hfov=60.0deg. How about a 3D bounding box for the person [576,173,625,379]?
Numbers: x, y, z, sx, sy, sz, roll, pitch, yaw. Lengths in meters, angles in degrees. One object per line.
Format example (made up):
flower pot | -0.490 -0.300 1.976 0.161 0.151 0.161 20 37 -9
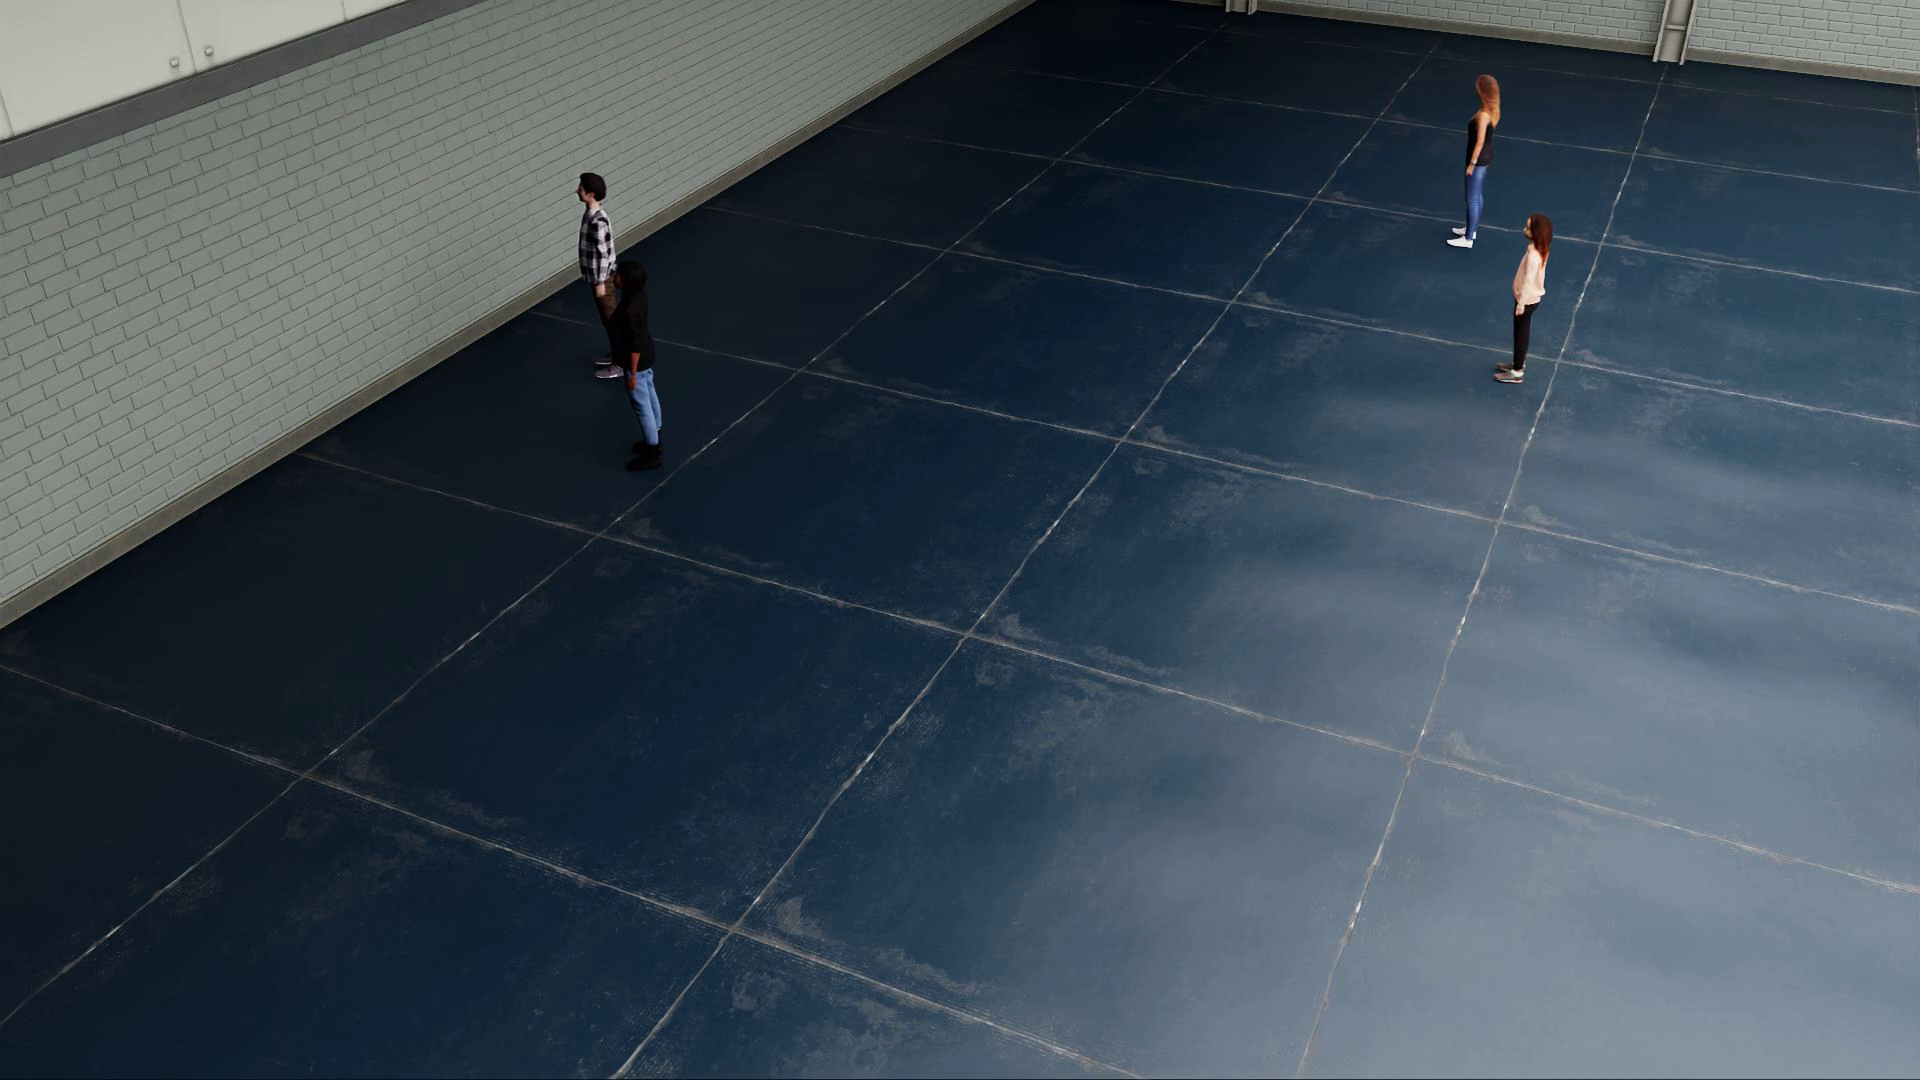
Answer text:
person | -3.028 -2.249 14.085 0.725 1.808 0.707 -5 33 -8

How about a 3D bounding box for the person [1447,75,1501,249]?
person | 5.178 -3.784 16.601 0.522 1.721 0.598 15 35 22

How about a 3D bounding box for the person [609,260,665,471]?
person | -2.463 -1.352 12.764 0.655 1.702 0.643 1 32 1

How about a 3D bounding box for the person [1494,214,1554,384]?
person | 4.796 -2.049 14.074 0.511 1.483 0.576 11 34 17
